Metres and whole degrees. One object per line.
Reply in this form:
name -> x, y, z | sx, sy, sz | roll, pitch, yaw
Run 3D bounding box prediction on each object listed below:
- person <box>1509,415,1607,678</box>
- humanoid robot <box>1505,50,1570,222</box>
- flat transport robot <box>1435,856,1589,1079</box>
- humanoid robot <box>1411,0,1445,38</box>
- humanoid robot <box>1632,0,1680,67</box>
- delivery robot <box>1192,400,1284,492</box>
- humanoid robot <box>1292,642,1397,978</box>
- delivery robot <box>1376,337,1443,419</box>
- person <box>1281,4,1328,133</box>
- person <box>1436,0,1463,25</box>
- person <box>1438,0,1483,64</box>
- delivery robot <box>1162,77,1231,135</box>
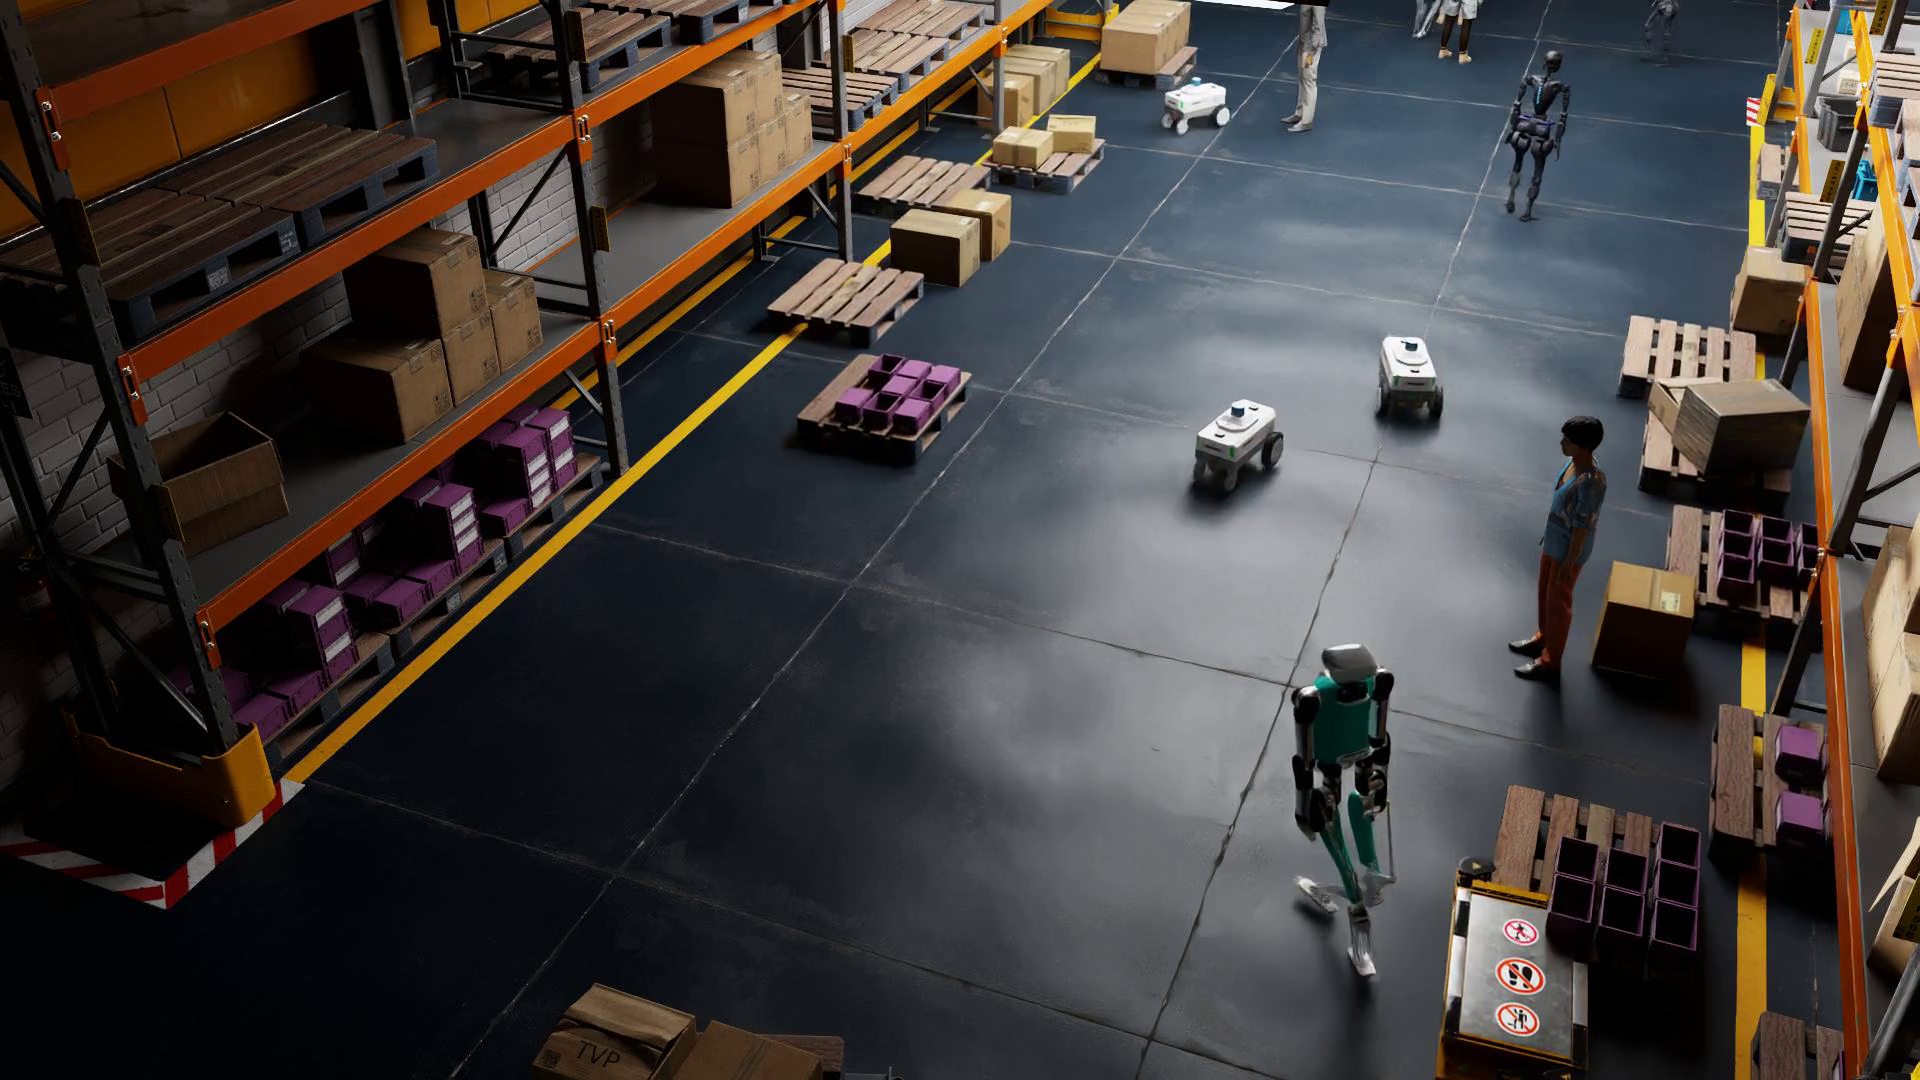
person -> 3.675, 0.038, 10.164 | 0.338, 1.758, 0.502 | 2, 33, 4
humanoid robot -> 5.701, -4.030, 16.531 | 0.587, 1.640, 0.378 | 24, 40, 32
flat transport robot -> 2.747, 2.172, 8.231 | 0.659, 0.231, 1.431 | 10, 34, 15
humanoid robot -> 6.142, -7.359, 21.720 | 0.713, 1.893, 0.549 | -24, 40, -32
humanoid robot -> 8.791, -6.740, 20.732 | 0.533, 1.646, 0.608 | 3, 33, 4
delivery robot -> 2.084, -0.758, 12.516 | 0.499, 0.610, 0.793 | 22, 39, 30
humanoid robot -> 1.968, 1.400, 8.077 | 0.548, 1.743, 0.895 | -13, 35, -19
delivery robot -> 3.602, -1.327, 13.390 | 0.499, 0.603, 0.795 | 2, 33, 3
person -> 3.922, -5.533, 18.654 | 0.402, 1.900, 0.534 | 0, 33, 1
person -> 6.744, -7.818, 22.306 | 0.462, 1.774, 0.325 | 11, 34, 16
person -> 6.333, -6.869, 20.915 | 0.320, 1.693, 0.535 | -26, 41, -34
delivery robot -> 2.697, -5.005, 19.047 | 0.745, 0.565, 0.499 | -20, 38, -28
